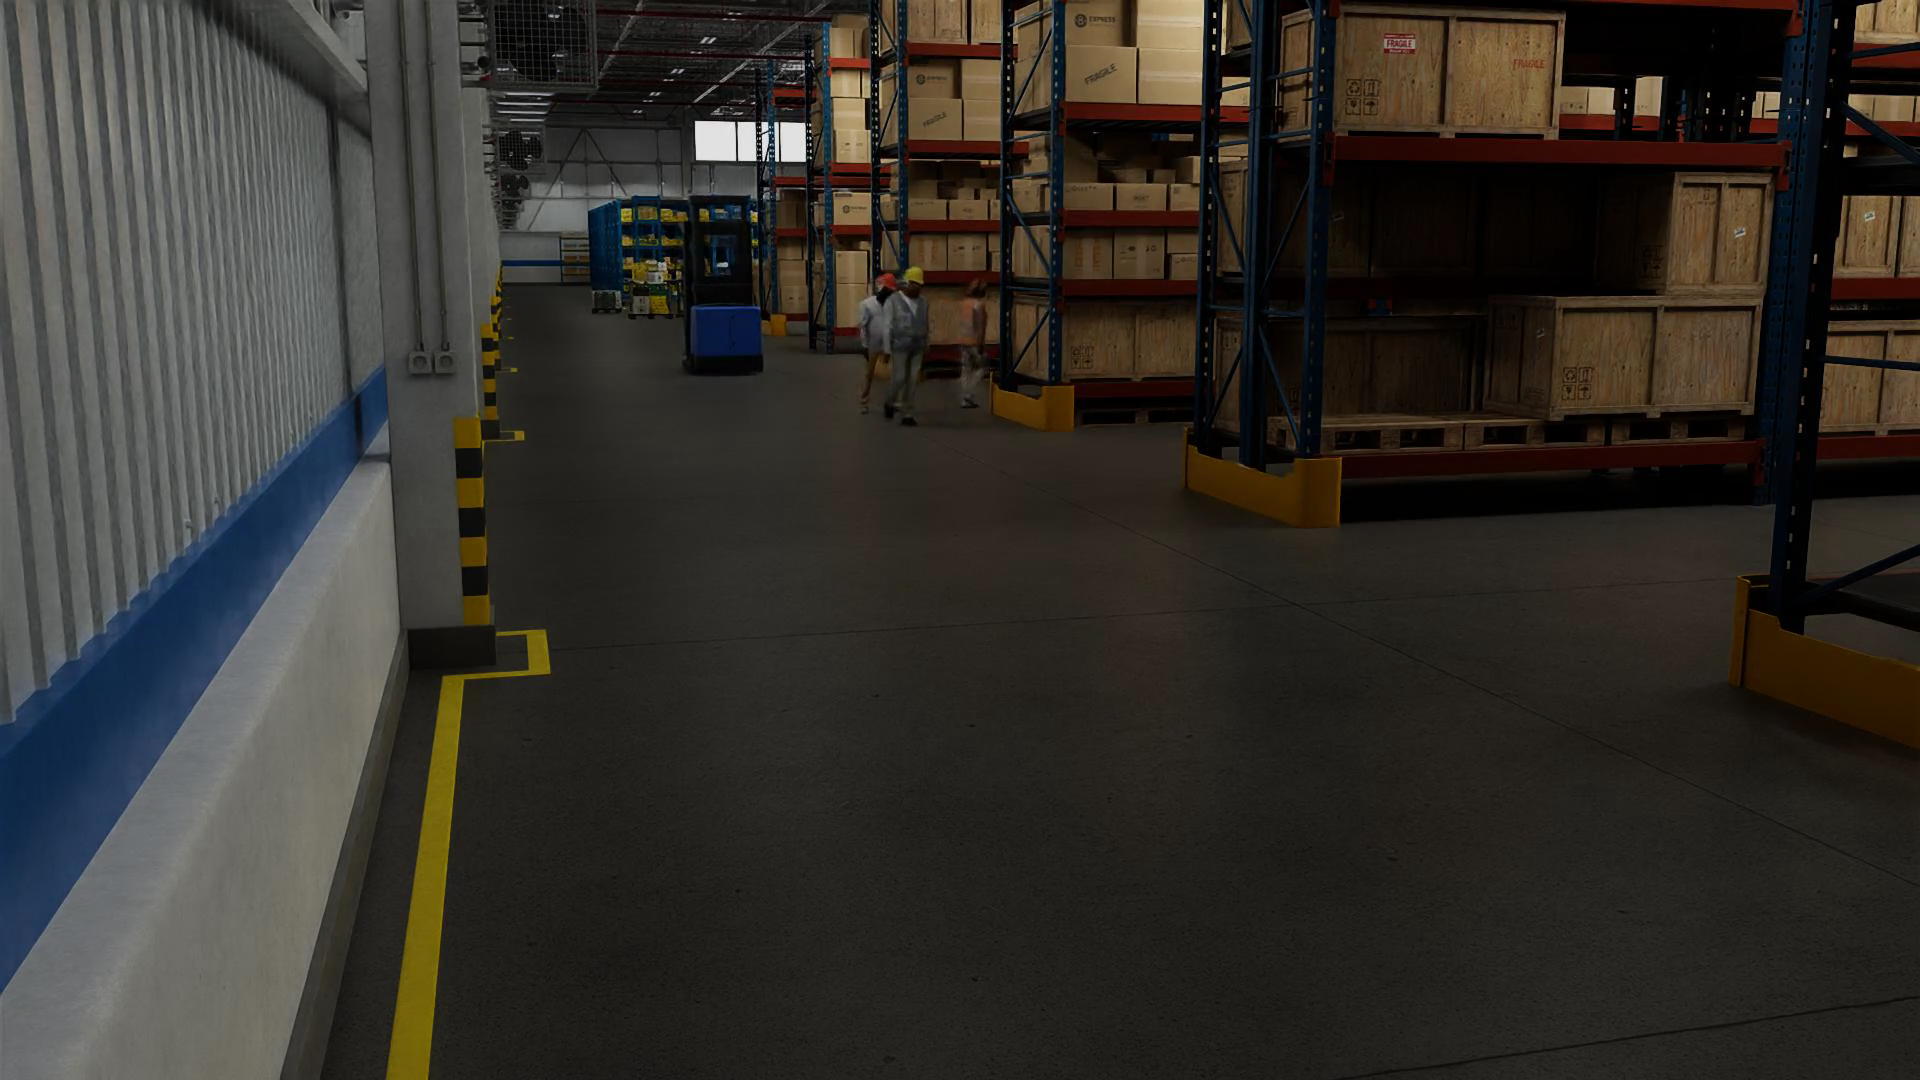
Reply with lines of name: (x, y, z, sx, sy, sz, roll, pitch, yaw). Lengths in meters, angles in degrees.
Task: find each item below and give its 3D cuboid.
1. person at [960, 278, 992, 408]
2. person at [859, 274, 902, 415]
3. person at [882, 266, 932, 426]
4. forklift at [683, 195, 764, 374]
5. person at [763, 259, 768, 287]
person: (0.191, -2.449, 20.766, 0.382, 1.621, 0.539, -6, 12, -32)
person: (-0.930, -2.340, 19.992, 0.580, 1.694, 0.741, -3, 11, -18)
person: (-0.607, -2.183, 18.799, 0.594, 1.801, 0.488, -6, 12, -29)
forklift: (-3.823, -4.109, 26.640, 1.129, 2.768, 1.873, -3, 10, -15)
person: (-4.763, -6.295, 42.297, 0.493, 1.720, 0.661, 3, 10, 14)
